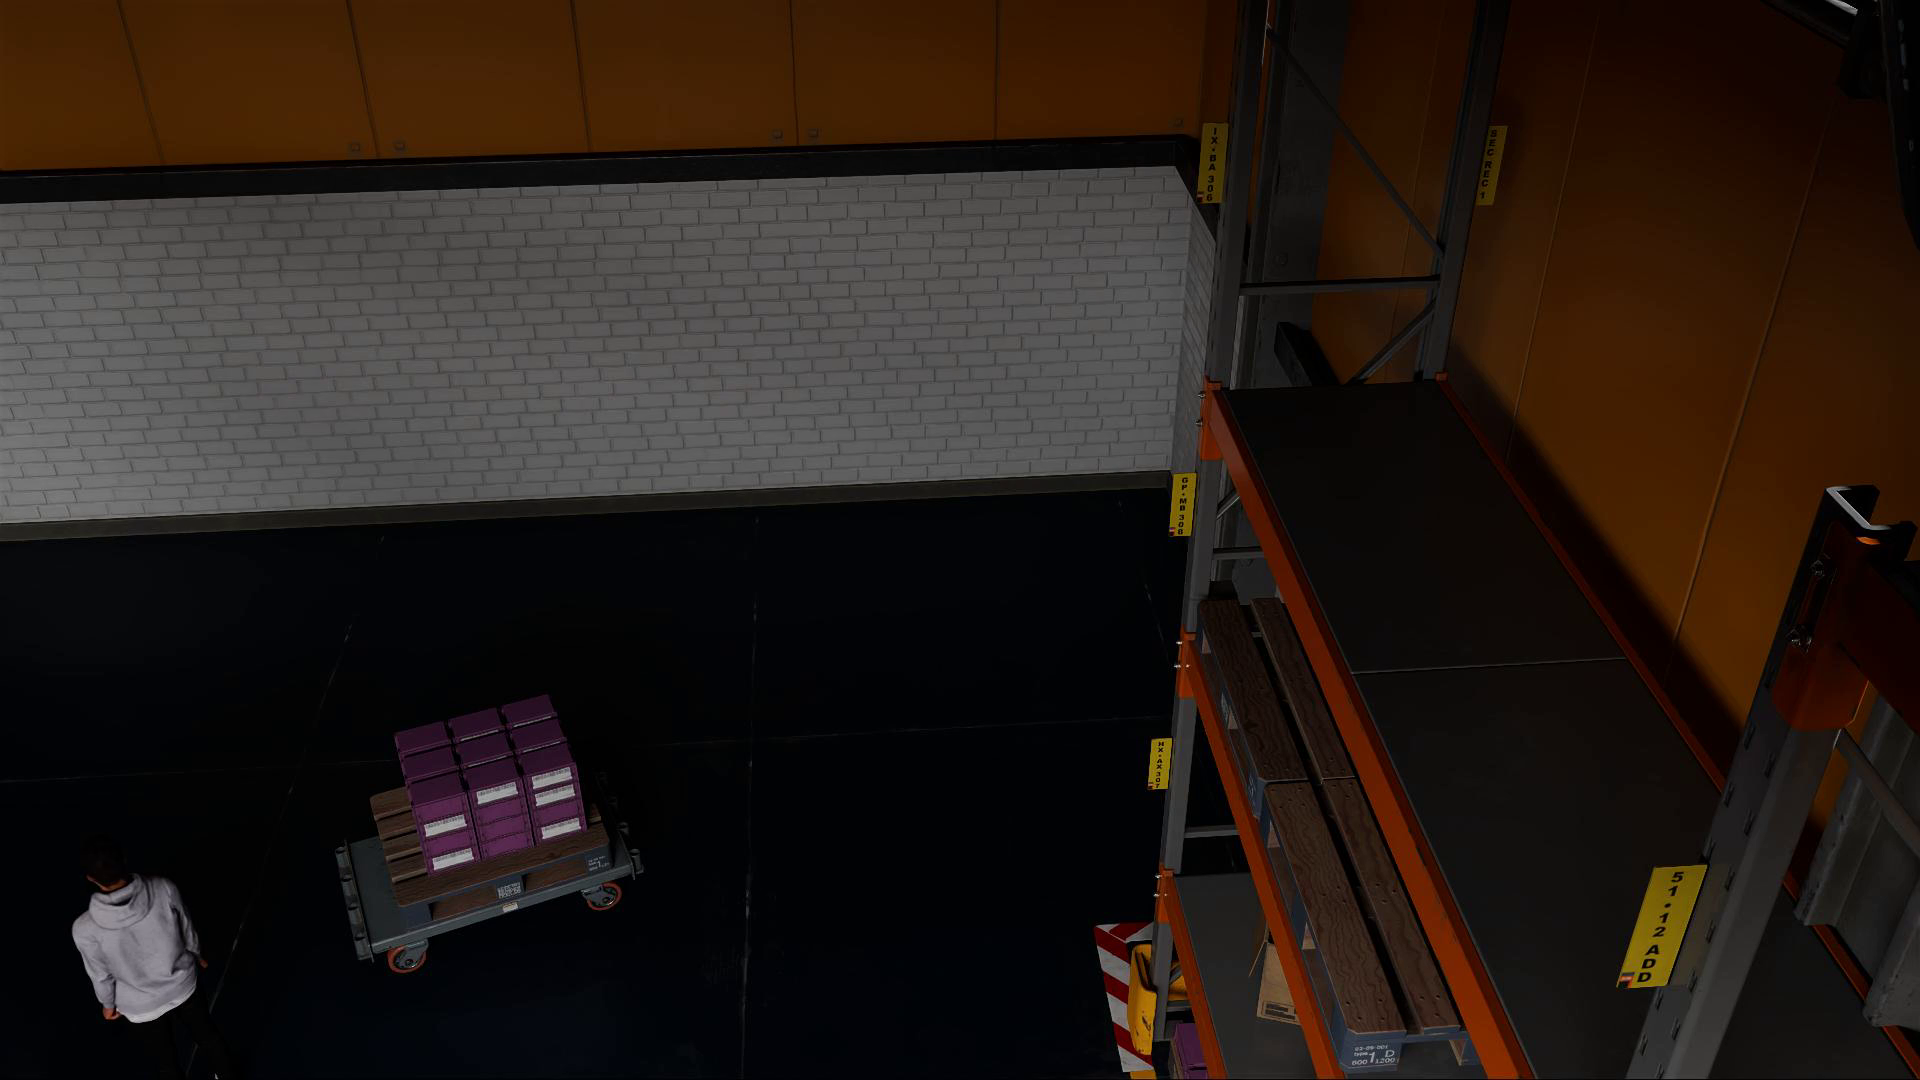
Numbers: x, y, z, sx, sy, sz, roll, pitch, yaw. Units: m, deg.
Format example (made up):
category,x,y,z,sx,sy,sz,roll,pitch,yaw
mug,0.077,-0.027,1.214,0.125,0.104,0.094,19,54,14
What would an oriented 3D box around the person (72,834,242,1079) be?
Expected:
category,x,y,z,sx,sy,sz,roll,pitch,yaw
person,-3.995,2.212,8.283,0.821,1.931,0.776,28,43,35
